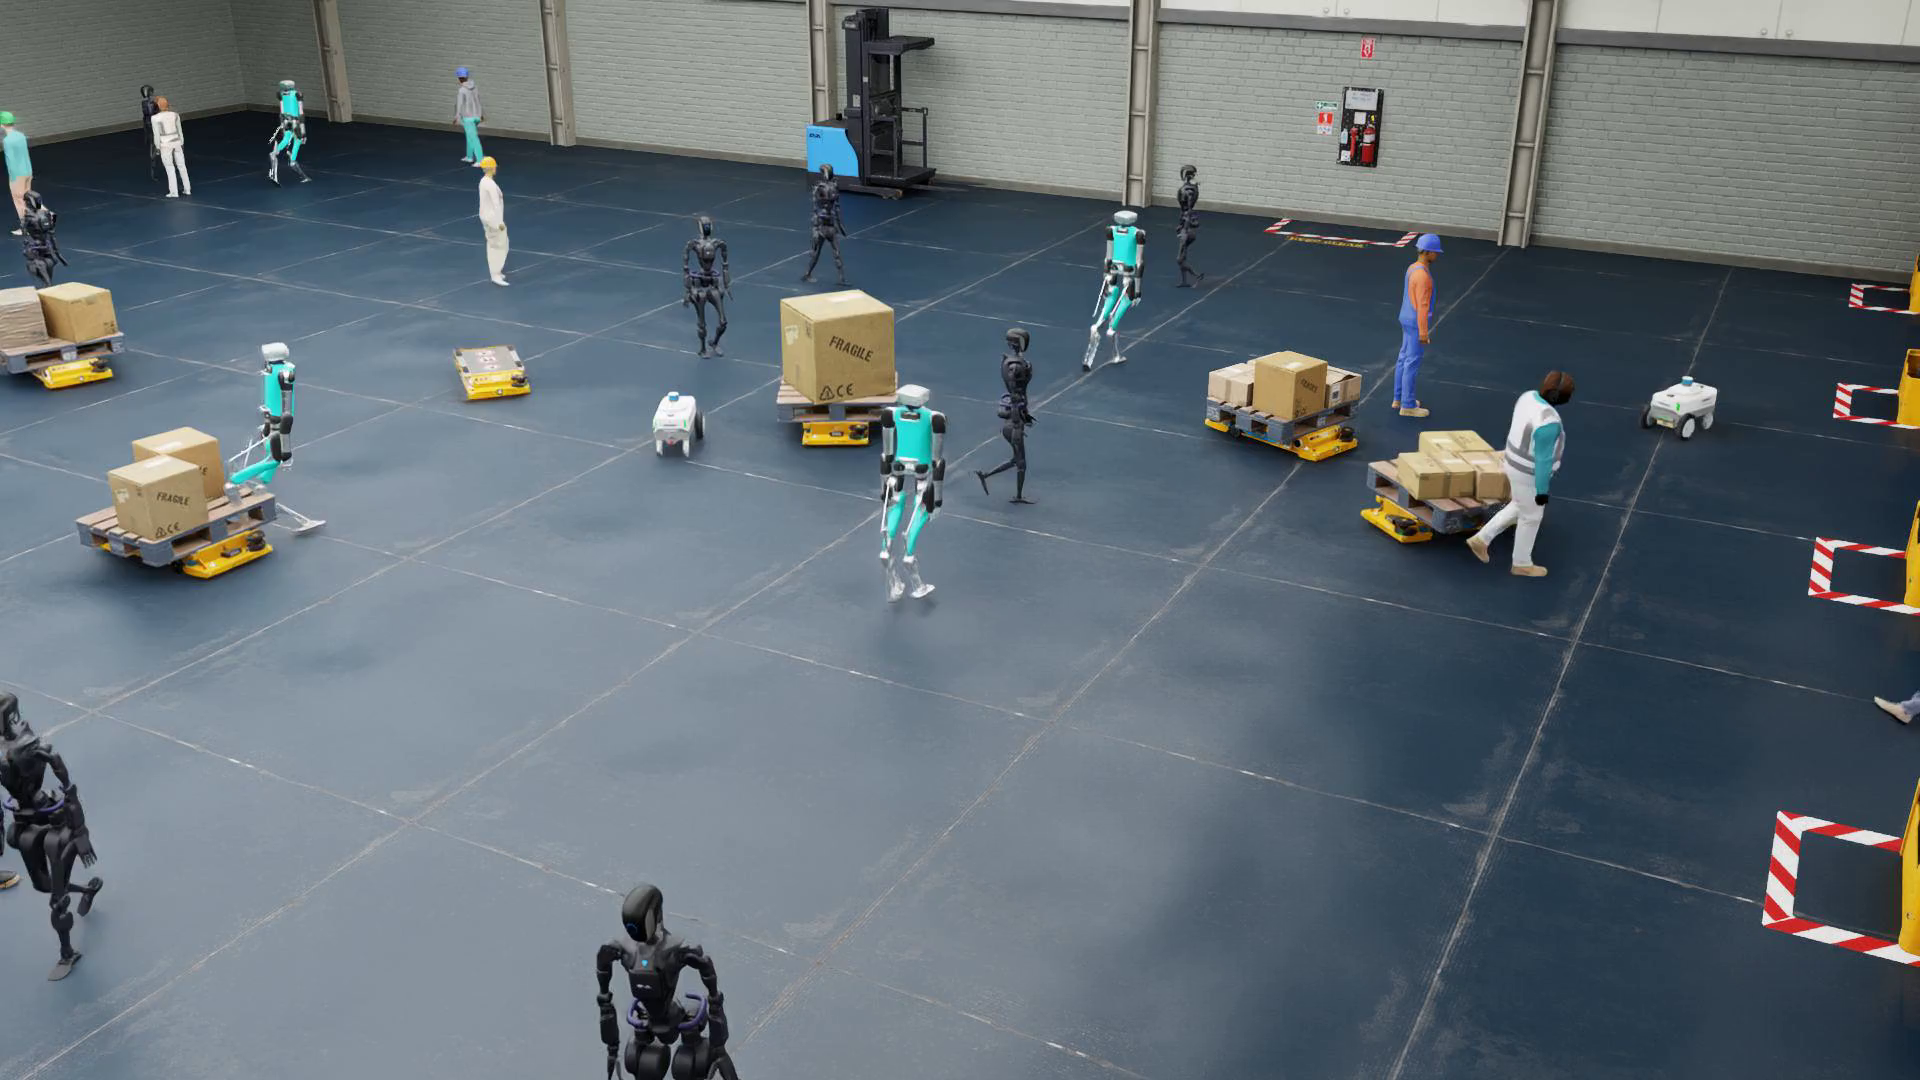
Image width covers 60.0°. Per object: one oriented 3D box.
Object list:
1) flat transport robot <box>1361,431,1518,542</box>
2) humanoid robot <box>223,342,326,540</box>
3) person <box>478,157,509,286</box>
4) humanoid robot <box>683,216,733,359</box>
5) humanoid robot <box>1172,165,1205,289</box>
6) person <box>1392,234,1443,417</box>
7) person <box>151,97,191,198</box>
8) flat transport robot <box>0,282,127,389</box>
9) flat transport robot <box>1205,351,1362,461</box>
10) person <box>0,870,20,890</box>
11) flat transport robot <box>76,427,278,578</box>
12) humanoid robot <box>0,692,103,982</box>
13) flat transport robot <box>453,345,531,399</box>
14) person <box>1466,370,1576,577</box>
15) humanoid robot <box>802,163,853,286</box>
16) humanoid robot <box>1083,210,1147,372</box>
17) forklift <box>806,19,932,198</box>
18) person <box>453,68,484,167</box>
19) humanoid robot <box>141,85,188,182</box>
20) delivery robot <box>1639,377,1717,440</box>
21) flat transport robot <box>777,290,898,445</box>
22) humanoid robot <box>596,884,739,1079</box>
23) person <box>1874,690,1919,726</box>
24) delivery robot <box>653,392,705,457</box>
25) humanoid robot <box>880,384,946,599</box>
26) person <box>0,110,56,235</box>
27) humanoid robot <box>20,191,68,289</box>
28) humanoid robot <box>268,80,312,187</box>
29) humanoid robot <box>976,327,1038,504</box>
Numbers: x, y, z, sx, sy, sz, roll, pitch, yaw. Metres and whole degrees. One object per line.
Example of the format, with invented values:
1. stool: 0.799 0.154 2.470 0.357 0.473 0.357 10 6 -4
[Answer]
1. flat transport robot: 4.360 -0.253 14.751 1.431 0.231 0.659 -8 25 -18
2. humanoid robot: -6.017 -0.753 14.099 0.976 1.757 0.531 -16 28 -32
3. person: -6.272 -4.277 22.338 0.407 1.676 0.608 -19 30 -37
4. humanoid robot: -2.913 -2.900 19.124 0.589 1.647 0.354 -13 26 -28
5. humanoid robot: 3.023 -4.155 22.049 0.383 1.643 0.584 -1 23 -1
6. person: 4.760 -2.242 17.312 0.368 1.905 0.521 0 23 -1
7. person: -13.106 -6.517 27.593 0.306 1.639 0.523 14 27 30
8. flat transport robot: -10.210 -2.015 18.854 0.659 0.231 1.431 -20 30 -39
9. flat transport robot: 3.270 -1.141 16.818 0.659 0.231 1.431 -19 30 -37
10. person: -5.987 1.113 9.463 0.876 1.936 0.613 2 23 6
11. flat transport robot: -6.619 0.007 14.147 1.431 0.231 0.659 13 26 27
12. humanoid robot: -4.888 1.497 8.929 0.609 1.631 0.659 4 24 9
13. flat transport robot: -5.237 -1.886 18.554 0.659 0.231 1.431 -9 25 -20
14. person: 4.562 -0.525 13.438 0.556 1.813 0.657 0 23 0
15. humanoid robot: -1.814 -4.225 22.285 0.789 1.627 0.588 15 28 31
16. humanoid robot: 1.678 -2.729 18.752 0.551 1.855 0.863 19 30 37
17. forklift: -1.573 -7.292 27.850 1.873 2.768 1.129 12 26 25
18. person: -8.948 -7.639 30.058 0.779 1.743 0.581 10 25 21
19. humanoid robot: -13.948 -7.075 28.933 0.584 1.638 0.787 14 27 29
20. delivery robot: 7.361 -1.360 16.974 0.775 0.601 0.499 -16 28 -32
21. flat transport robot: -1.240 -1.292 17.170 0.659 0.231 1.431 -1 23 -1
22. humanoid robot: -1.255 2.176 7.326 0.611 1.644 0.480 3 23 7
23. person: 6.694 0.575 10.980 0.894 1.722 0.531 10 25 21
24. delivery robot: -2.829 -1.178 16.566 0.499 0.614 0.790 -1 23 -1
25. humanoid robot: -0.440 -0.315 12.866 0.533 1.677 0.735 8 24 18
26. person: -14.077 -5.497 24.939 0.587 1.861 0.537 2 23 6
27. humanoid robot: -11.291 -3.495 20.539 0.681 1.635 0.589 3 23 8
28. humanoid robot: -11.613 -6.905 28.422 0.570 1.761 0.993 10 25 22
29. humanoid robot: 0.427 -1.121 15.002 0.565 1.634 0.586 4 24 8
